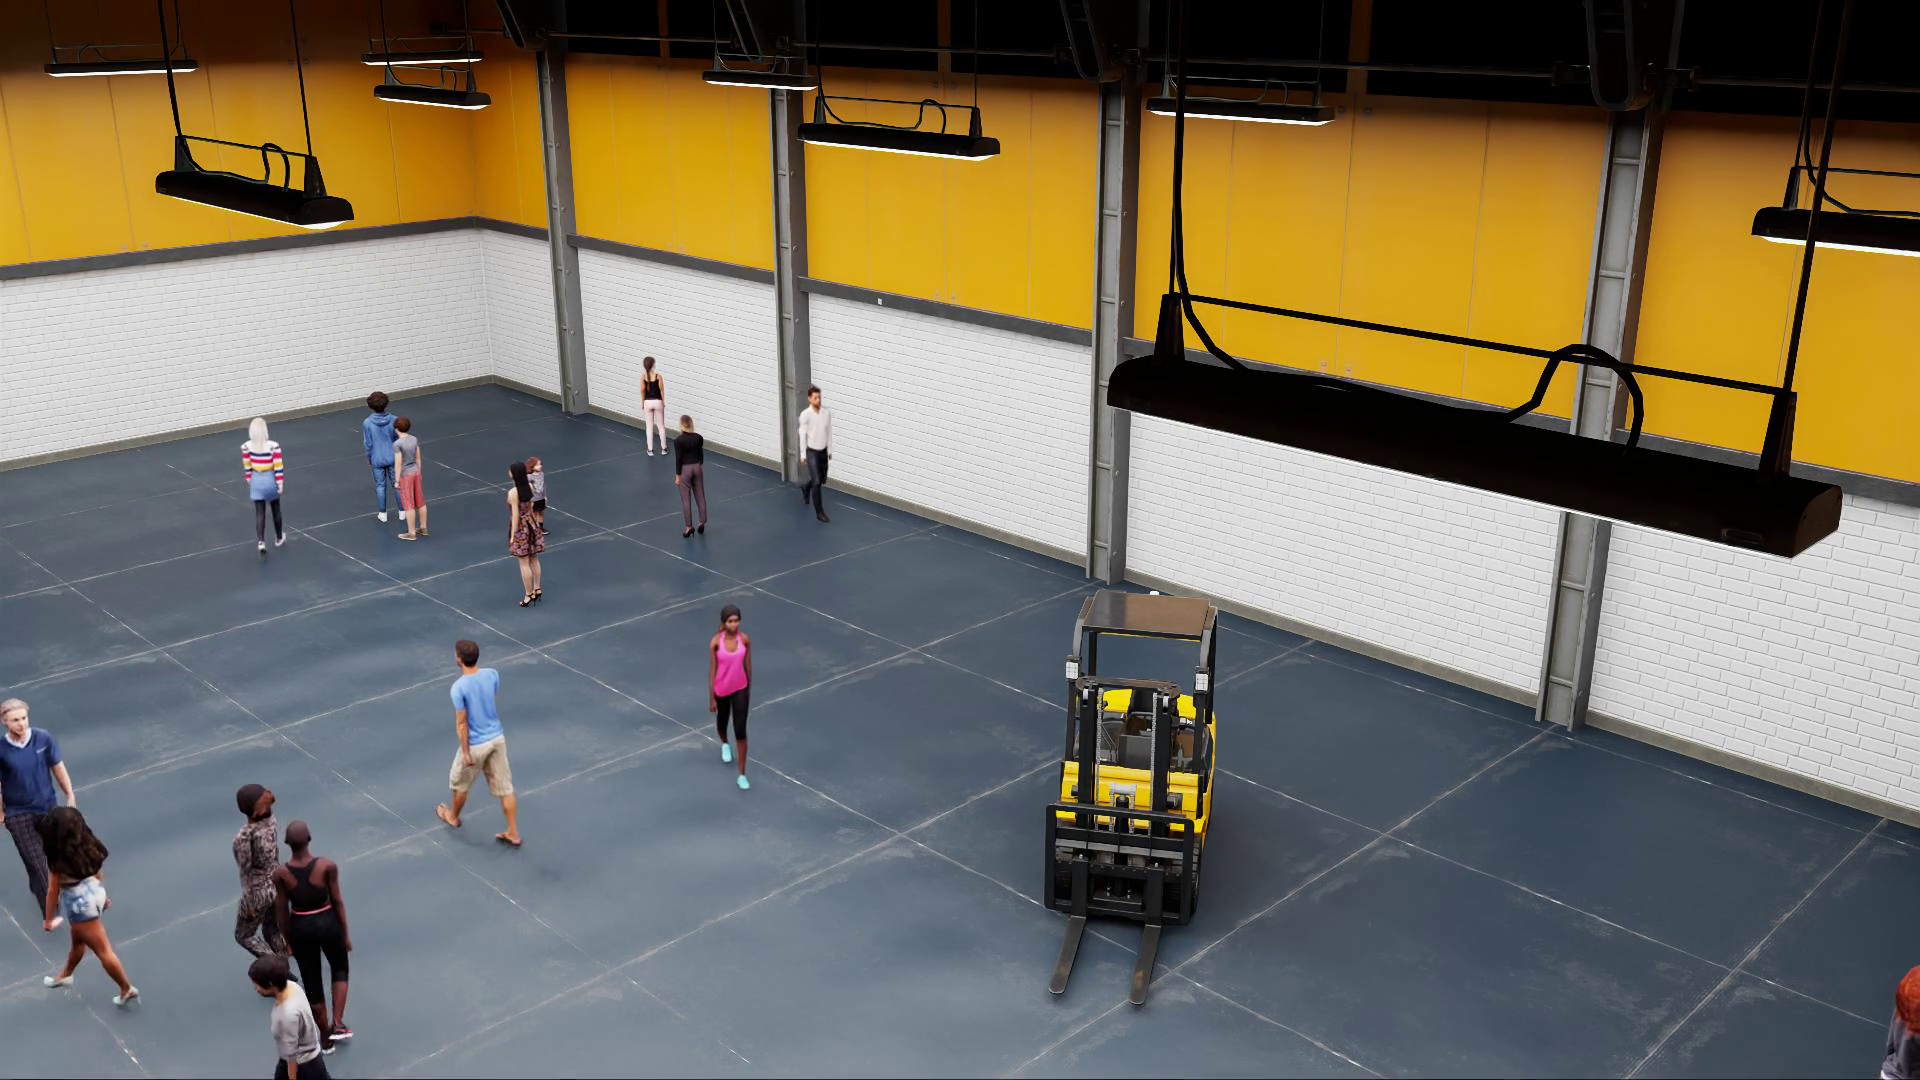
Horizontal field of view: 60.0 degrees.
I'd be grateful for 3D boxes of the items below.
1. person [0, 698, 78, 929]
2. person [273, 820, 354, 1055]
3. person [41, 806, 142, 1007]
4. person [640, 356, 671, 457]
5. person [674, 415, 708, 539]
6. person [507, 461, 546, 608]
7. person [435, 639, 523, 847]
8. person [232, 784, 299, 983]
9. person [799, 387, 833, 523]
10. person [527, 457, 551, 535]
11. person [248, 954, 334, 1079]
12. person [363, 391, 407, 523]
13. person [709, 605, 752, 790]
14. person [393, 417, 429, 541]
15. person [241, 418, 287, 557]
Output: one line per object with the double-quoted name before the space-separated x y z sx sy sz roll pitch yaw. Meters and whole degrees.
"person" -7.354 2.104 13.110 1.123 1.829 0.709 16 25 40
"person" -4.401 2.745 11.326 0.728 1.754 0.764 -5 19 -14
"person" -6.166 2.660 11.847 1.079 1.581 0.950 3 19 8
"person" -4.795 -2.106 26.028 0.634 1.563 0.682 -2 19 -5
"person" -3.584 -0.852 22.140 0.606 1.668 0.544 -15 24 -38
"person" -5.171 -0.080 19.683 0.811 1.774 0.780 6 20 18
"person" -3.998 1.757 14.151 1.168 1.823 0.686 16 24 38
"person" -4.941 2.556 11.963 0.761 1.704 0.712 5 19 15
"person" -2.028 -1.203 22.901 0.744 1.848 1.077 -14 23 -35
"person" -5.672 -0.593 22.253 0.509 1.105 0.509 10 21 28
"person" -3.988 3.223 10.316 0.864 1.493 1.078 -9 21 -24
"person" -7.882 -1.152 22.808 0.756 1.811 0.733 -7 20 -19
"person" -2.153 1.394 15.440 0.962 1.687 1.178 -4 19 -13
"person" -7.318 -0.830 22.103 0.605 1.651 0.630 11 21 29
"person" -8.991 -0.669 21.419 1.044 1.782 1.188 -3 19 -9
